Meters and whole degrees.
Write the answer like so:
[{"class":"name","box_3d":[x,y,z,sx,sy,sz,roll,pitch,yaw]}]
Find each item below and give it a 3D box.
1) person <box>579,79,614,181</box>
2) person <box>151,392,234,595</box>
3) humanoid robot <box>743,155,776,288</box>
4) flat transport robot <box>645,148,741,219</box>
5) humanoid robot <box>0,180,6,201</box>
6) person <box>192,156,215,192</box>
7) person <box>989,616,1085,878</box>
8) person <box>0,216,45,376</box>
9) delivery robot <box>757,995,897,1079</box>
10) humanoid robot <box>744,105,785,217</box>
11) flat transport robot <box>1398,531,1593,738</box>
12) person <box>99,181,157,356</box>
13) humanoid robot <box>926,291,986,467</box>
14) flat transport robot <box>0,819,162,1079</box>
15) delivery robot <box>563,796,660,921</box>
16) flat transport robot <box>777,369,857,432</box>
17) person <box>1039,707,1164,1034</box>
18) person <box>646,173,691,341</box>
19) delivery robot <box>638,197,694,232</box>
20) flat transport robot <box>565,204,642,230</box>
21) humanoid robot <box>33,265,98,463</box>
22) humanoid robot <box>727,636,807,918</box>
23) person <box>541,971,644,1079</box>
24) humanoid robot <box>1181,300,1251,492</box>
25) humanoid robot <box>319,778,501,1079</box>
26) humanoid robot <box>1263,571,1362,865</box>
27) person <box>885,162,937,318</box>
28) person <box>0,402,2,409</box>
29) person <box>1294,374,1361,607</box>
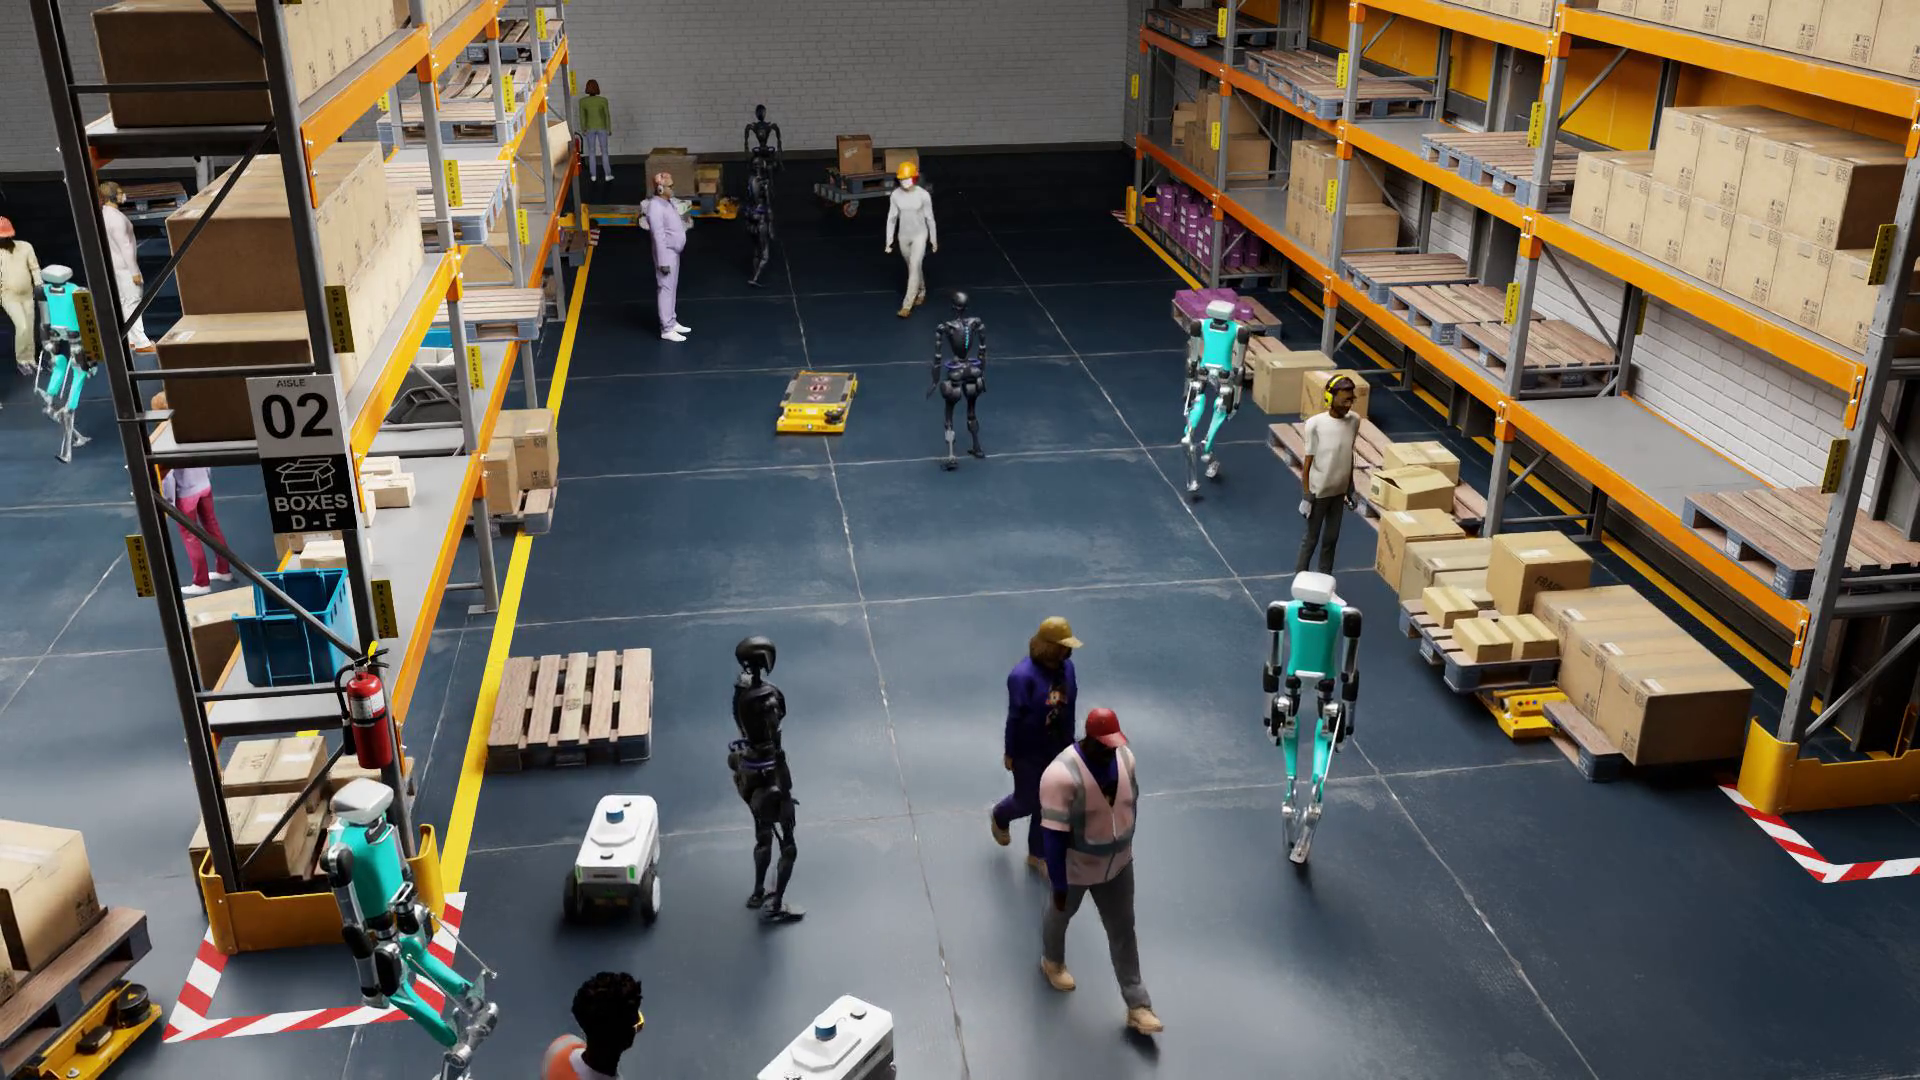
[{"class":"person","box_3d":[-5.965,-6.719,27.282,0.497,1.633,0.279,0,24,-1]},{"class":"person","box_3d":[-5.941,-0.361,12.813,0.280,1.628,0.503,6,24,14]},{"class":"humanoid robot","box_3d":[-2.613,-4.050,21.159,0.466,1.648,0.610,-16,28,-32]},{"class":"flat transport robot","box_3d":[-4.060,-4.991,25.048,1.431,0.231,0.659,0,24,0]},{"class":"humanoid robot","box_3d":[-13.598,-4.864,23.039,0.589,1.637,0.679,-13,27,-26]},{"class":"person","box_3d":[-11.520,-5.940,25.274,0.429,1.830,0.637,-1,24,-2]},{"class":"person","box_3d":[0.425,1.147,9.390,0.489,1.601,0.473,-15,28,-31]},{"class":"person","box_3d":[-10.089,-2.617,17.826,0.485,1.726,0.551,13,27,28]},{"class":"delivery robot","box_3d":[-0.628,2.480,7.690,0.499,0.608,0.799,14,27,29]},{"class":"humanoid robot","box_3d":[-2.928,-5.662,24.831,0.609,1.653,0.307,-2,24,-4]},{"class":"flat transport robot","box_3d":[3.834,0.930,11.558,0.659,0.231,1.431,-3,24,-8]},{"class":"person","box_3d":[-9.265,-3.020,18.483,0.372,1.940,0.630,-20,31,-38]},{"class":"humanoid robot","box_3d":[0.001,-1.488,15.347,0.600,1.649,0.450,-13,27,-28]},{"class":"flat transport robot","box_3d":[-4.796,2.391,8.231,1.431,0.231,0.659,5,24,12]},{"class":"delivery robot","box_3d":[-1.915,1.773,9.307,0.499,0.614,0.803,0,24,0]},{"class":"flat transport robot","box_3d":[-1.438,-1.417,16.907,0.659,0.231,1.431,1,24,2]},{"class":"person","box_3d":[0.679,1.616,8.206,0.616,1.706,0.884,-11,26,-24]},{"class":"person","box_3d":[-3.332,-3.248,19.043,0.414,1.908,0.641,0,24,0]},{"class":"delivery robot","box_3d":[-4.290,-4.773,24.214,0.813,0.609,0.499,4,24,10]},{"class":"flat transport robot","box_3d":[-5.063,-4.770,24.545,1.431,0.231,0.659,-1,24,-2]},{"class":"humanoid robot","box_3d":[-8.441,-1.577,15.532,0.557,1.855,0.852,3,24,7]},{"class":"humanoid robot","box_3d":[-1.063,1.284,9.016,0.327,1.651,0.588,-13,27,-27]},{"class":"person","box_3d":[-1.366,2.442,6.047,0.733,1.938,0.613,-17,29,-34]},{"class":"humanoid robot","box_3d":[2.182,-1.192,14.595,0.557,1.751,1.046,9,25,19]},{"class":"humanoid robot","box_3d":[-2.406,1.889,7.532,0.700,1.765,0.538,3,24,8]},{"class":"humanoid robot","box_3d":[1.921,1.117,9.334,0.560,1.798,0.806,7,25,16]},{"class":"person","box_3d":[-0.588,-3.645,20.040,0.576,1.837,0.999,9,25,20]},{"class":"person","box_3d":[-10.051,-2.240,16.690,0.488,1.952,0.419,-15,28,-30]},{"class":"person","box_3d":[2.772,-0.343,12.472,0.507,1.869,0.329,-12,26,-25]}]
